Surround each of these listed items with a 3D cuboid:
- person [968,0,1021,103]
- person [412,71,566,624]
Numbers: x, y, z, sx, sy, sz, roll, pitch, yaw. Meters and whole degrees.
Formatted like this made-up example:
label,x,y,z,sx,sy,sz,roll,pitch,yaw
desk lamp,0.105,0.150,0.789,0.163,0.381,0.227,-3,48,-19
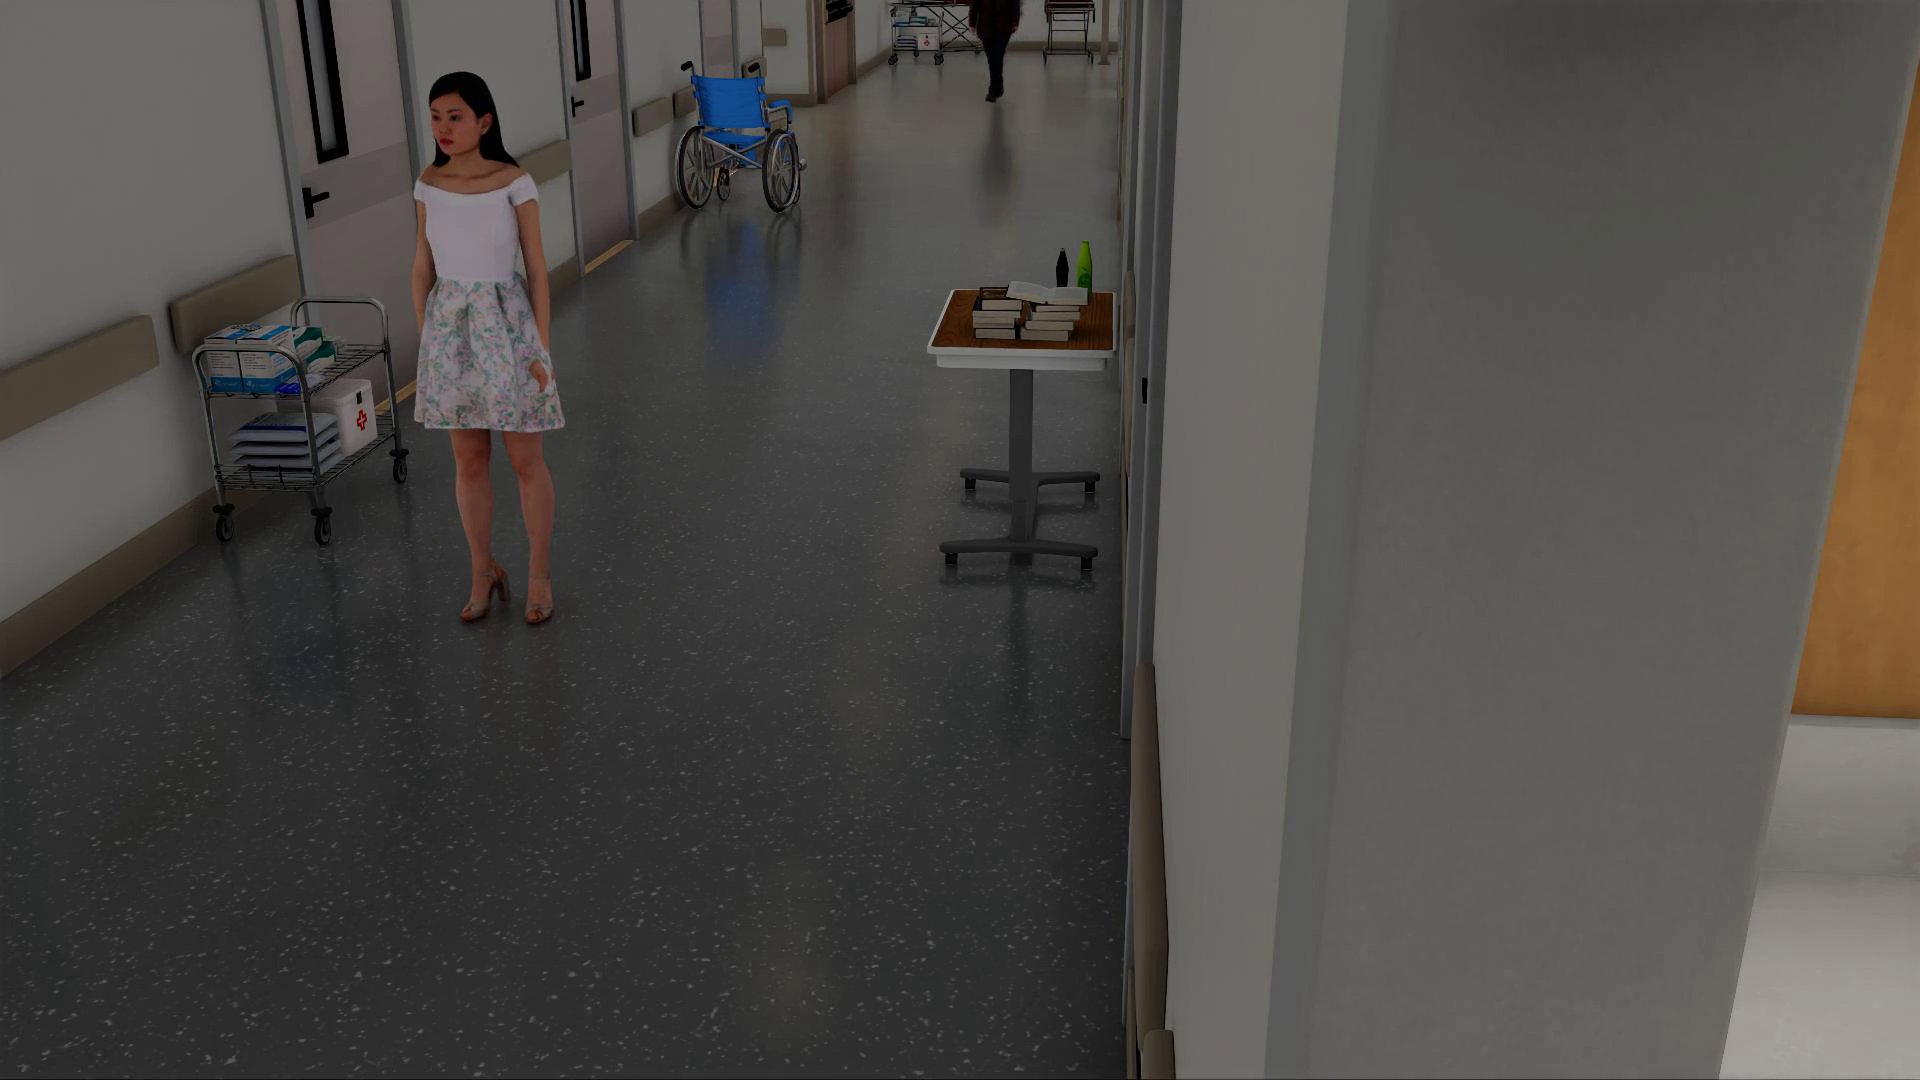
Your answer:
label,x,y,z,sx,sy,sz,roll,pitch,yaw
person,0.446,-6.244,20.232,0.904,1.796,1.243,5,21,14
person,-1.504,-0.578,5.305,0.638,1.774,0.620,2,21,6
